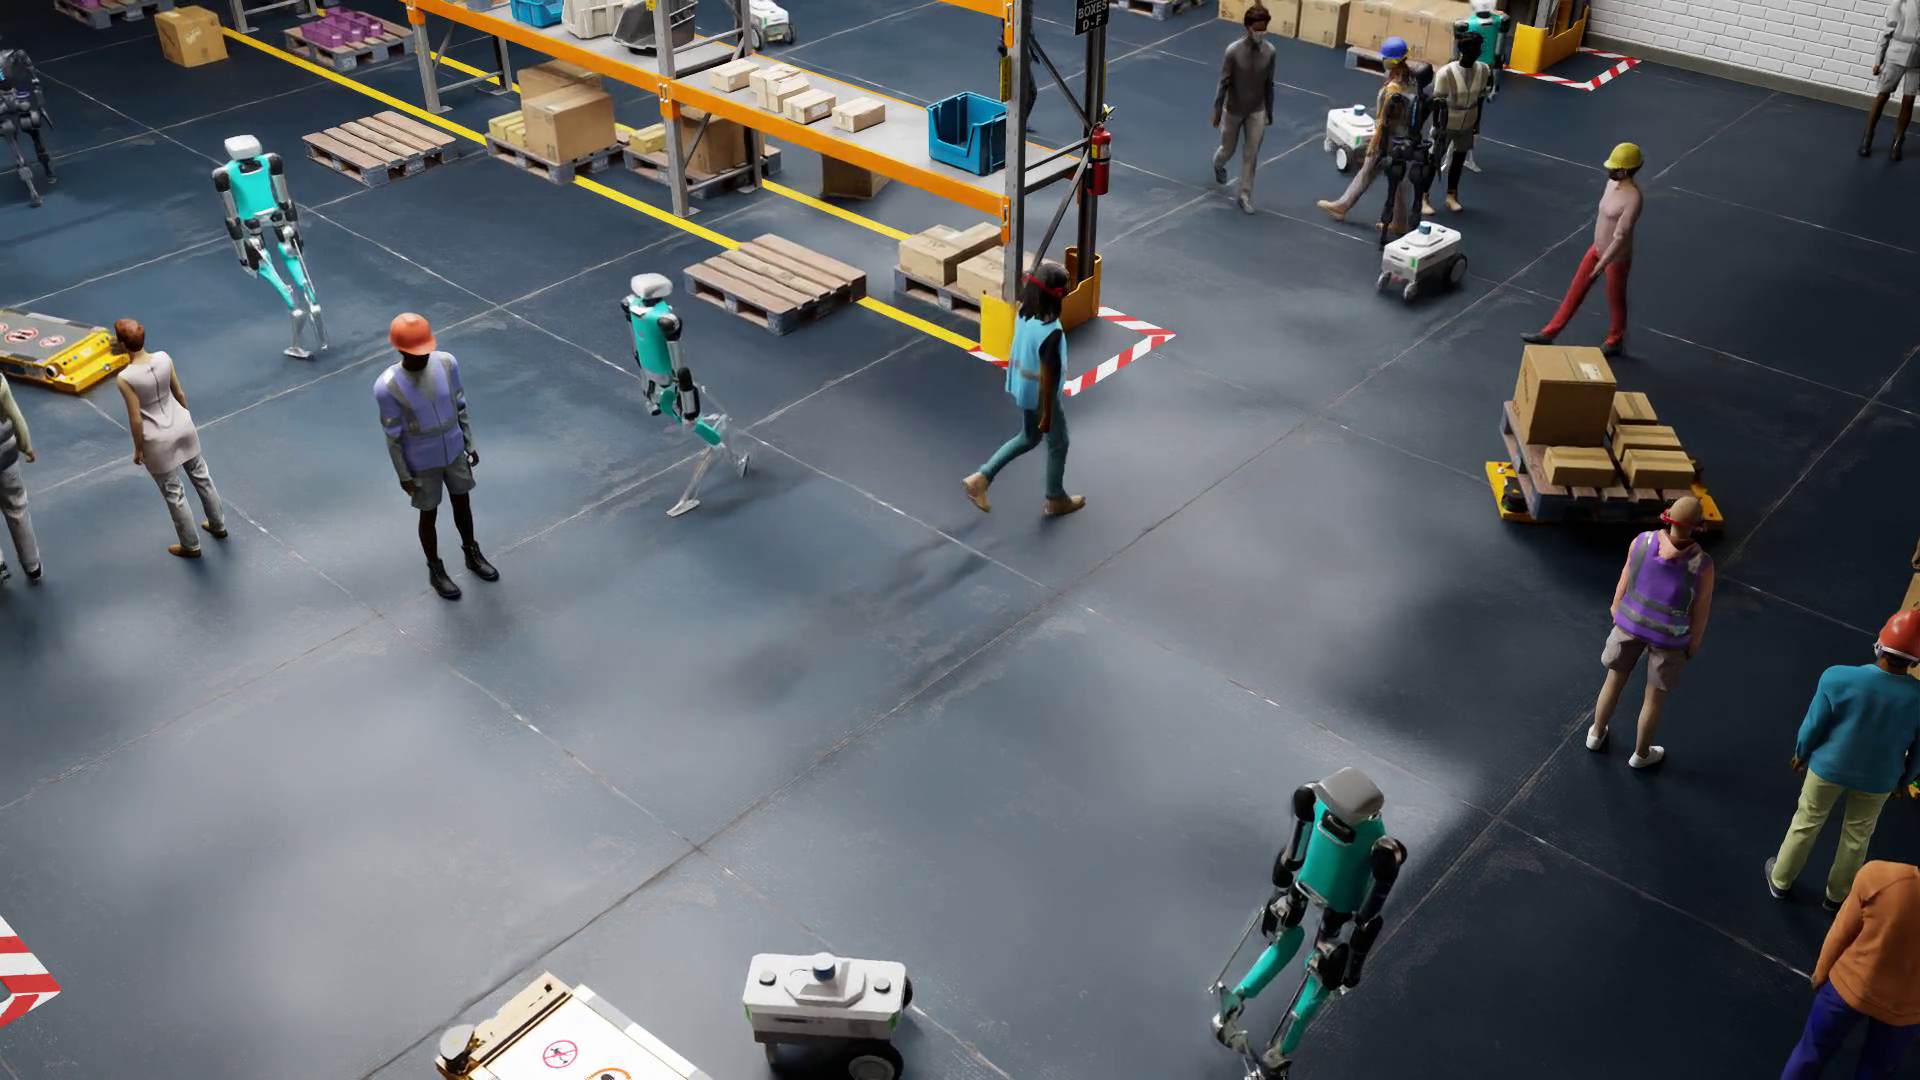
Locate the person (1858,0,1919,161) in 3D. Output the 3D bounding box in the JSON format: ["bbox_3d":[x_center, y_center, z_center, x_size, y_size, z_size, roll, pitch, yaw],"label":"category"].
[{"bbox_3d":[9.150,-4.638,16.076,0.549,1.922,0.387,15,37,21],"label":"person"}]

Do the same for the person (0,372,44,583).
[{"bbox_3d":[-6.002,-0.509,10.184,0.603,1.819,0.429,-19,39,-26],"label":"person"}]

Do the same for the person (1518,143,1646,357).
[{"bbox_3d":[4.847,-2.172,12.669,0.839,1.732,0.531,-5,35,-7],"label":"person"}]

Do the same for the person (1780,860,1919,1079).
[{"bbox_3d":[3.722,1.806,6.698,0.516,1.974,0.398,21,40,28],"label":"person"}]

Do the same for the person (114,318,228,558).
[{"bbox_3d":[-5.034,-0.647,10.519,0.287,1.661,0.450,16,38,22],"label":"person"}]

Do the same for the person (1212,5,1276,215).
[{"bbox_3d":[2.569,-3.971,15.152,0.570,1.876,0.728,-5,35,-8],"label":"person"}]

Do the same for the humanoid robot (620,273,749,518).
[{"bbox_3d":[-1.699,-1.014,11.021,0.907,1.803,0.551,-30,44,-36],"label":"humanoid robot"}]

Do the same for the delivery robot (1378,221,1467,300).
[{"bbox_3d":[3.904,-2.394,14.042,0.801,0.612,0.499,-27,43,-33],"label":"delivery robot"}]

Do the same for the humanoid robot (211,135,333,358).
[{"bbox_3d":[-5.144,-2.122,12.628,0.530,1.843,0.669,-30,44,-36],"label":"humanoid robot"}]

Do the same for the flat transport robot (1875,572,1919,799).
[{"bbox_3d":[5.819,1.143,9.155,1.431,0.231,0.659,-1,35,-1],"label":"flat transport robot"}]

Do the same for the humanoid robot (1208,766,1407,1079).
[{"bbox_3d":[1.360,1.810,6.984,0.763,1.881,0.541,-24,41,-30],"label":"humanoid robot"}]

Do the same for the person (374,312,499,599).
[{"bbox_3d":[-3.177,-0.519,10.105,0.384,1.929,0.544,28,43,34],"label":"person"}]

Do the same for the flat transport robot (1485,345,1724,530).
[{"bbox_3d":[4.369,-0.349,11.316,1.431,0.231,0.659,3,35,4],"label":"flat transport robot"}]

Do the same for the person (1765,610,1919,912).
[{"bbox_3d":[4.288,1.063,7.963,0.561,1.751,0.324,14,37,19],"label":"person"}]

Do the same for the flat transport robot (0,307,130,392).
[{"bbox_3d":[-7.217,-1.490,12.970,1.431,0.231,0.659,12,36,17],"label":"flat transport robot"}]

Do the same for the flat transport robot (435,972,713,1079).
[{"bbox_3d":[-1.592,2.433,7.285,1.431,0.231,0.659,24,41,31],"label":"flat transport robot"}]

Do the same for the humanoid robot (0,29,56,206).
[{"bbox_3d":[-8.753,-3.961,15.361,0.594,1.620,0.797,-16,38,-22],"label":"humanoid robot"}]

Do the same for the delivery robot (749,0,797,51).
[{"bbox_3d":[-2.275,-6.032,19.300,0.499,0.597,0.798,-21,40,-27],"label":"delivery robot"}]

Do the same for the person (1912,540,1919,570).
[{"bbox_3d":[5.603,0.105,9.284,0.499,1.839,0.344,25,42,32],"label":"person"}]

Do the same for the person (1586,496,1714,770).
[{"bbox_3d":[3.679,0.496,8.837,0.481,1.694,0.348,26,42,33],"label":"person"}]

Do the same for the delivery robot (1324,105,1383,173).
[{"bbox_3d":[3.874,-3.954,16.277,0.499,0.583,0.777,-8,35,-12],"label":"delivery robot"}]

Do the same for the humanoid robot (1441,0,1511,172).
[{"bbox_3d":[4.789,-4.348,15.825,0.586,1.777,0.714,-4,35,-6],"label":"humanoid robot"}]

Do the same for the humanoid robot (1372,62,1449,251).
[{"bbox_3d":[3.873,-3.299,14.348,0.603,1.655,0.319,14,37,19],"label":"humanoid robot"}]

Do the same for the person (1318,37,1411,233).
[{"bbox_3d":[3.673,-3.560,14.673,0.848,1.735,0.492,9,36,13],"label":"person"}]

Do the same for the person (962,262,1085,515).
[{"bbox_3d":[0.444,-0.932,10.781,0.757,1.839,0.523,-13,37,-19],"label":"person"}]

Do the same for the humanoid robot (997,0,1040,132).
[{"bbox_3d":[0.583,-4.839,16.576,0.344,1.650,0.616,20,39,27],"label":"humanoid robot"}]

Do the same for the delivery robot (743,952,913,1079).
[{"bbox_3d":[-0.584,2.094,7.512,0.752,0.580,0.514,3,35,4],"label":"delivery robot"}]

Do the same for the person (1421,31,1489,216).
[{"bbox_3d":[4.465,-3.760,15.006,0.534,1.691,0.320,-9,36,-13],"label":"person"}]
